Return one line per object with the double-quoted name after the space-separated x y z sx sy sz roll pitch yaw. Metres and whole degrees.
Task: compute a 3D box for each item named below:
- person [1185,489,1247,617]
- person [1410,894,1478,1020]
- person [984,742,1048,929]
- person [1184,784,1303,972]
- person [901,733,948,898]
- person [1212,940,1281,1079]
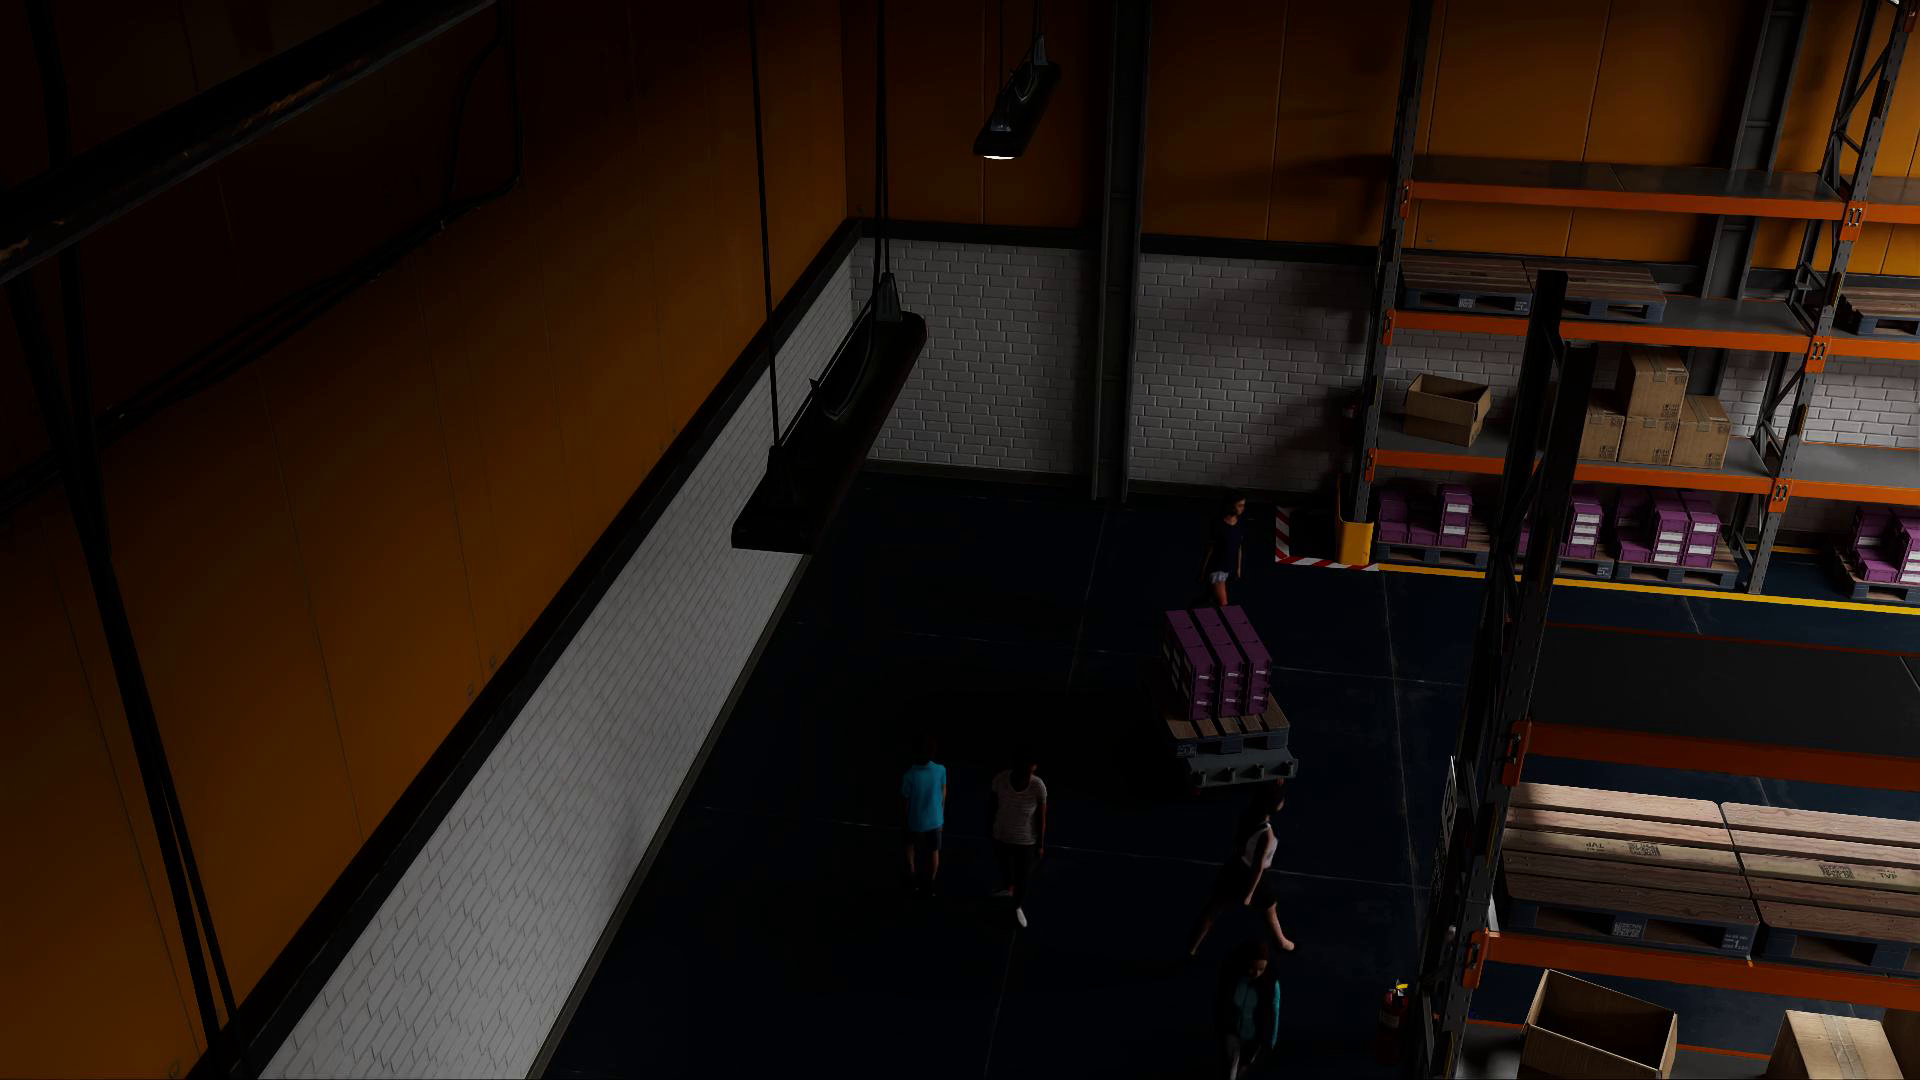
2.363 0.264 15.730 1.066 1.716 1.215 -21 35 -33 "person"
3.200 2.941 11.324 0.867 1.236 0.781 -16 33 -27 "person"
0.400 2.164 12.354 0.642 1.613 0.785 14 31 23 "person"
1.967 2.451 11.858 1.211 1.584 1.035 -14 32 -24 "person"
-0.244 2.127 12.605 0.601 1.439 0.685 -10 30 -18 "person"
1.849 3.107 10.775 0.910 1.470 0.667 7 29 13 "person"
